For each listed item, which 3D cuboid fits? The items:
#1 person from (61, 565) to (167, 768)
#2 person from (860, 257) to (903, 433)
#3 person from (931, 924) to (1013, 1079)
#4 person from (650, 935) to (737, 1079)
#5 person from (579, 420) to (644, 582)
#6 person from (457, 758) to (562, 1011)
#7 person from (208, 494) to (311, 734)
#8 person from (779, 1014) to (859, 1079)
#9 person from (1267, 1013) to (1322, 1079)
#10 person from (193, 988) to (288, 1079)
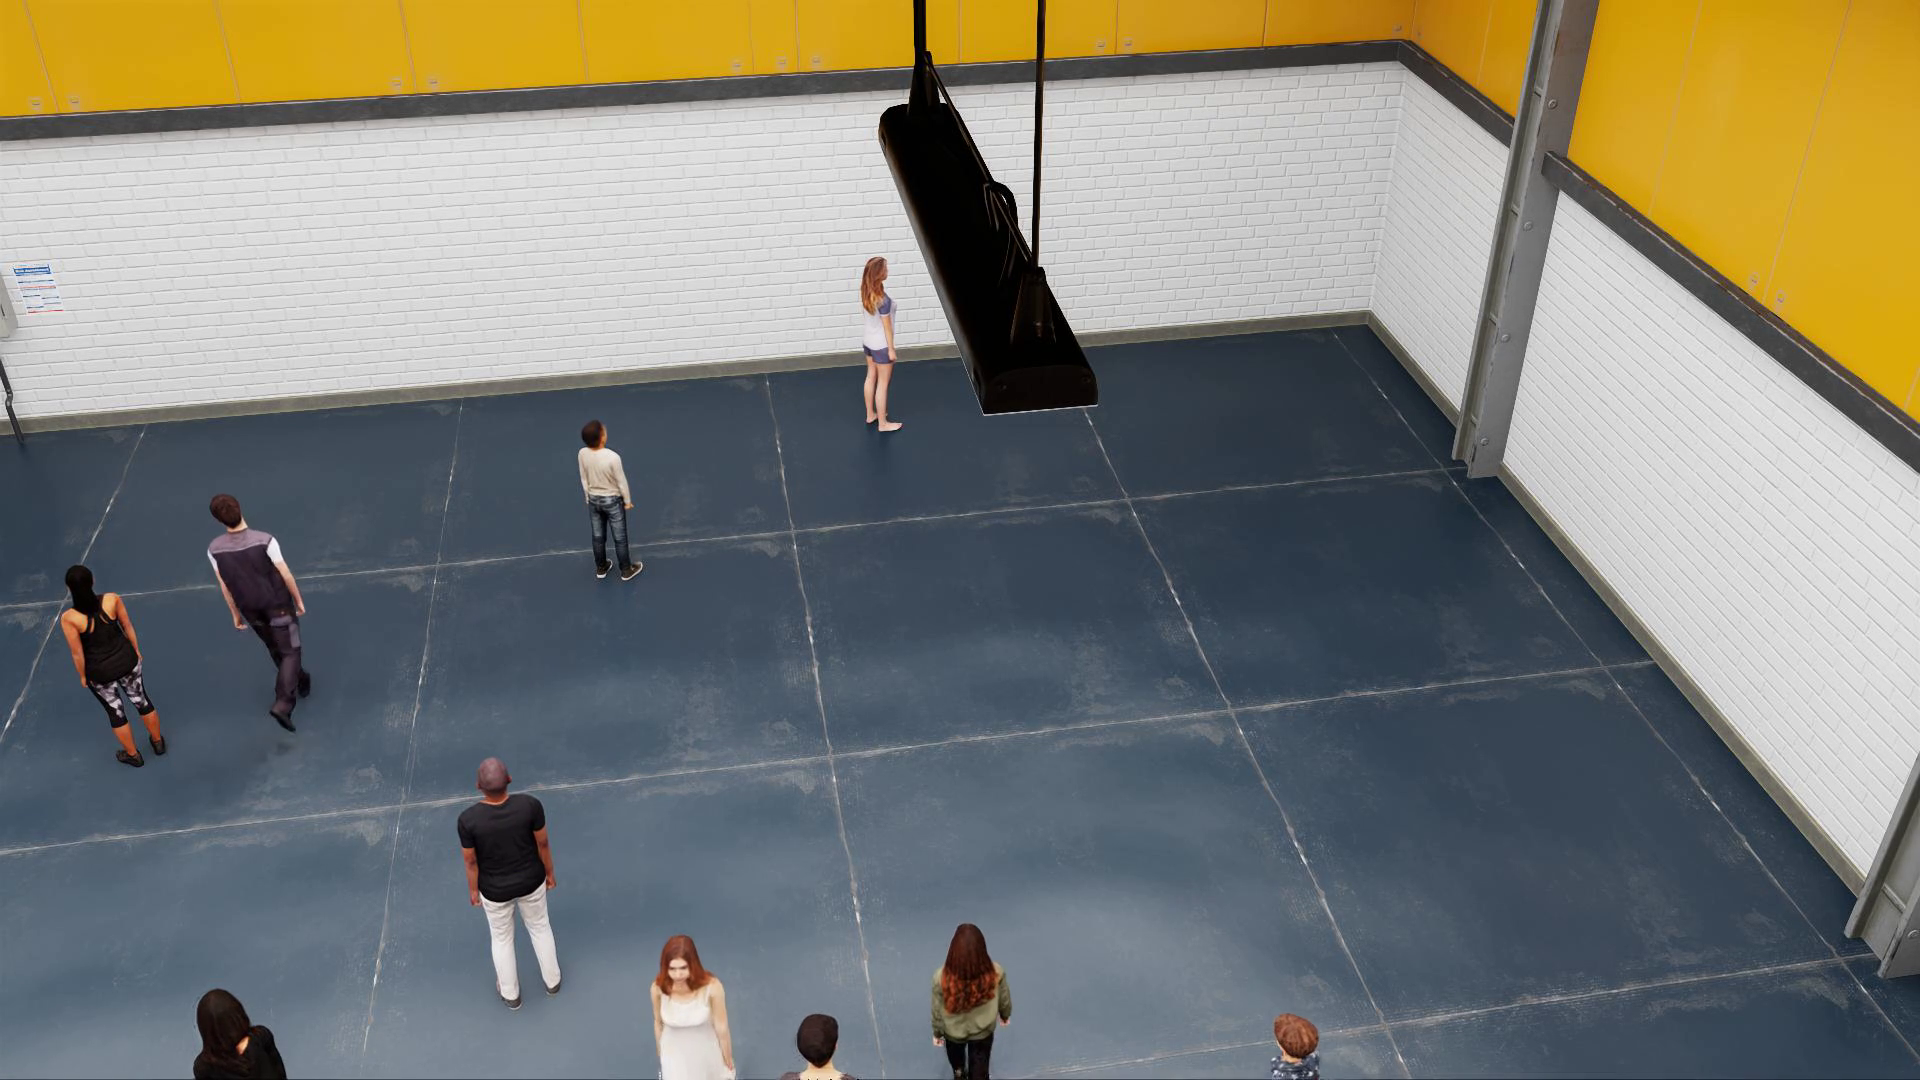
[{"bbox_3d":[-5.899,0.857,11.539,0.696,1.663,0.657,25,41,33],"label":"person"},{"bbox_3d":[-0.769,-1.837,15.528,0.729,1.733,0.602,-19,38,-26],"label":"person"},{"bbox_3d":[0.052,2.689,8.981,0.692,1.443,1.038,-1,34,-2],"label":"person"},{"bbox_3d":[-1.391,2.651,8.808,0.712,1.698,0.979,3,34,4],"label":"person"},{"bbox_3d":[-2.880,-0.321,13.489,0.616,1.465,0.623,7,34,11],"label":"person"},{"bbox_3d":[-2.609,2.001,9.690,0.712,1.804,0.676,-14,36,-20],"label":"person"},{"bbox_3d":[-4.986,0.536,11.890,0.730,1.807,1.078,-1,34,-2],"label":"person"},{"bbox_3d":[-0.656,3.026,8.235,0.723,1.709,0.705,4,34,6],"label":"person"},{"bbox_3d":[1.715,2.983,8.552,0.741,1.428,0.908,-23,40,-30],"label":"person"},{"bbox_3d":[-3.600,2.900,8.479,0.646,1.647,0.675,-28,43,-35],"label":"person"}]
